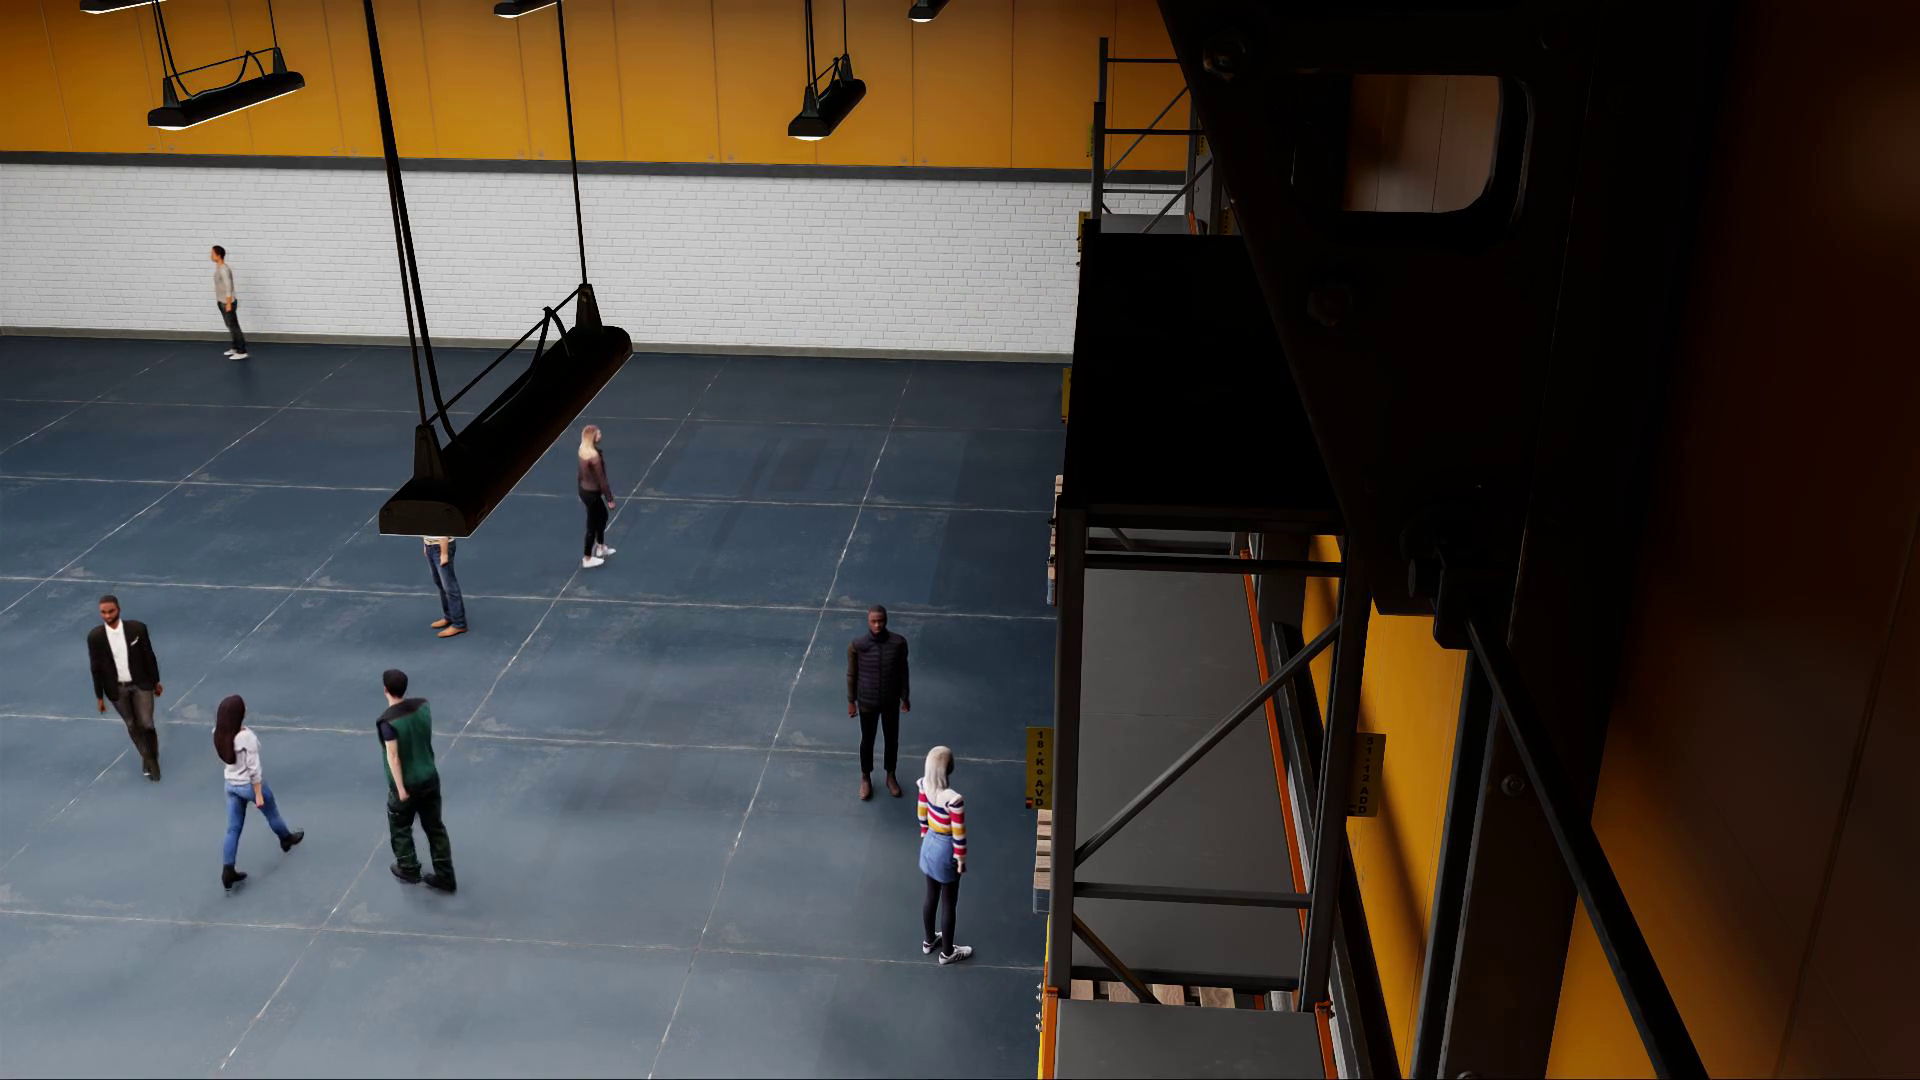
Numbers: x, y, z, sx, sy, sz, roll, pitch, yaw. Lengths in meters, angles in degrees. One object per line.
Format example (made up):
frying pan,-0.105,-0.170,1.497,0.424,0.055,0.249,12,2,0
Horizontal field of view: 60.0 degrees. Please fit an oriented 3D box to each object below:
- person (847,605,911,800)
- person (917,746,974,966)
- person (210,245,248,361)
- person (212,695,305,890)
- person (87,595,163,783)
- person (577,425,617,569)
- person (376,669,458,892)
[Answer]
person,-0.702,1.398,14.514,0.760,1.836,0.668,-4,24,-10
person,-0.139,2.329,12.420,0.768,1.808,0.699,-17,29,-34
person,-11.625,-3.786,26.405,0.794,1.812,0.704,-15,28,-31
person,-5.801,2.043,13.354,0.827,1.584,1.135,9,25,20
person,-7.413,1.284,14.839,0.812,1.784,0.854,-9,25,-19
person,-4.277,-0.477,18.994,0.851,1.684,0.791,-14,27,-28
person,-4.289,1.962,13.211,0.966,1.846,0.957,8,25,19
